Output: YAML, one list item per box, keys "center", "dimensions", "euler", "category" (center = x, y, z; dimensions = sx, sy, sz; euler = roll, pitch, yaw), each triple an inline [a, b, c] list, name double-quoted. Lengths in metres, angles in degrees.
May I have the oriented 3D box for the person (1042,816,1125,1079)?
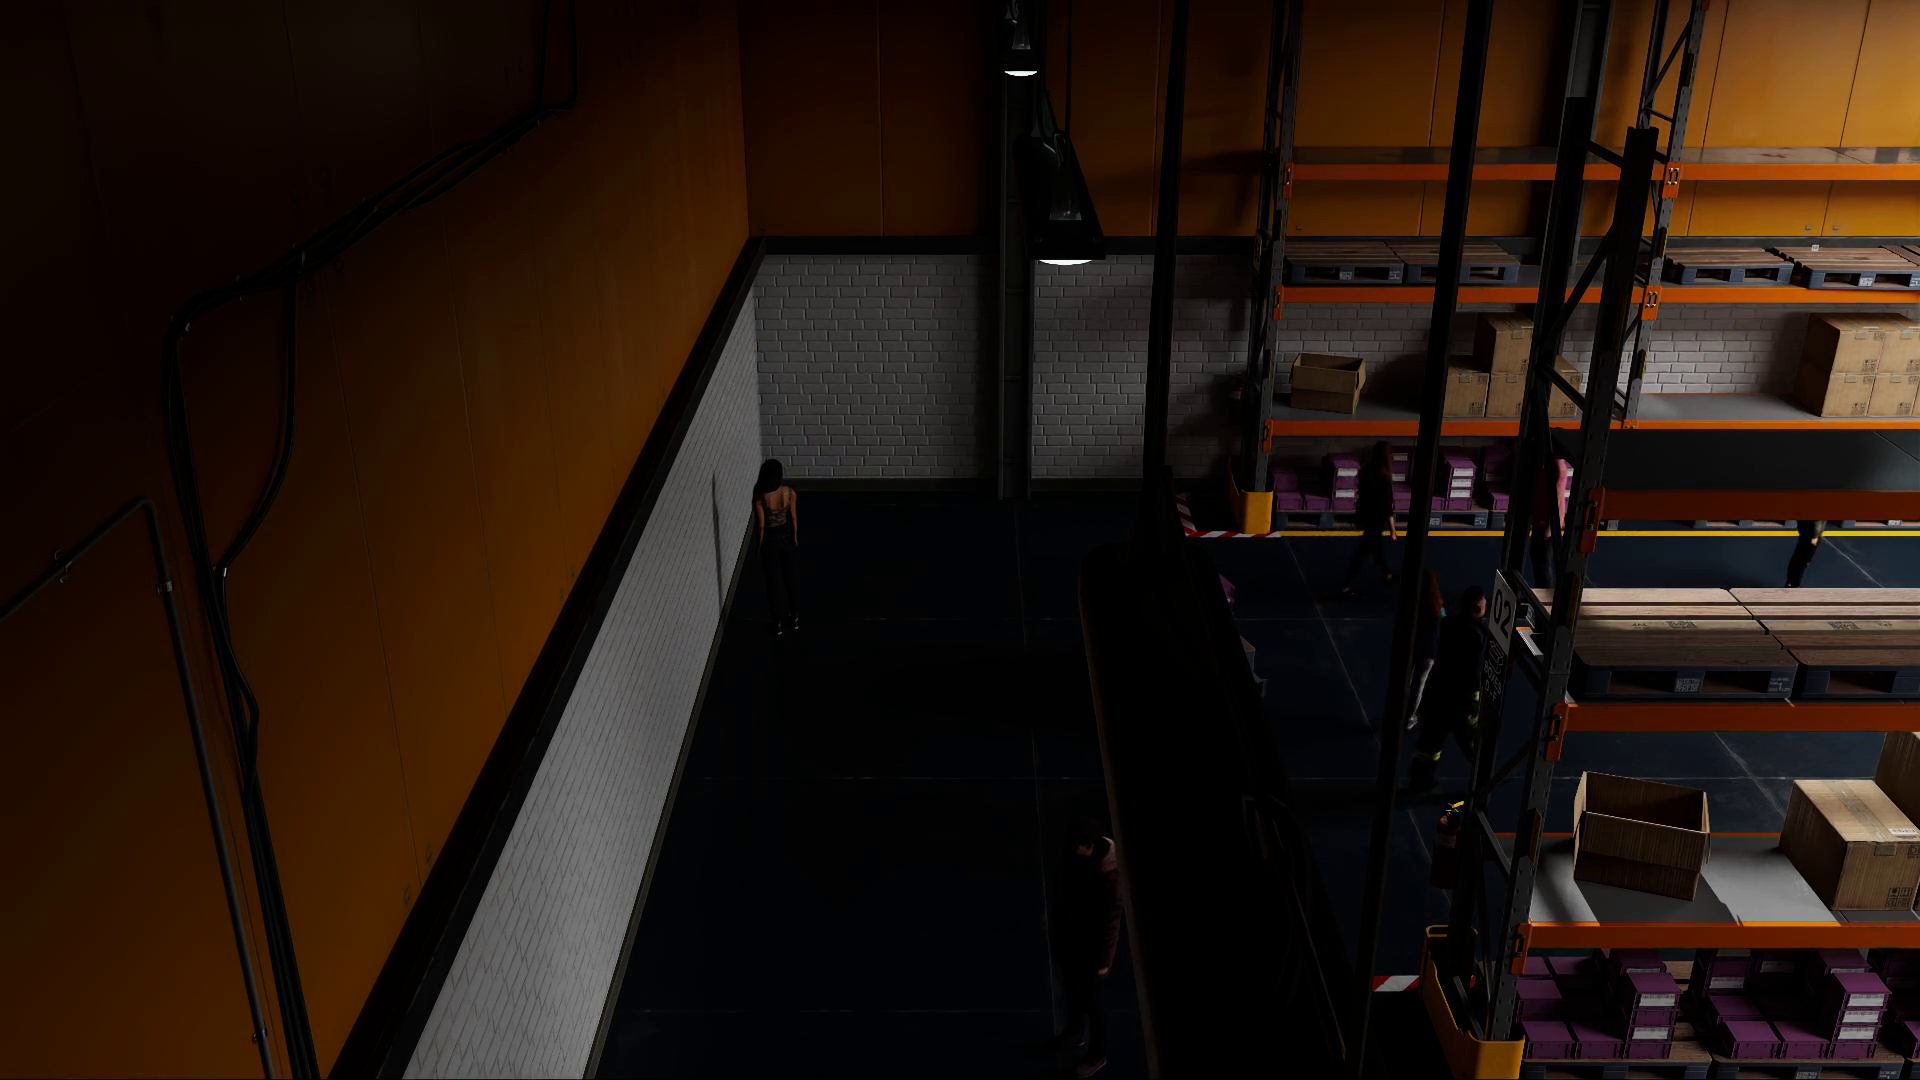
- center: [0.782, 2.515, 10.417]
  dimensions: [0.872, 1.845, 0.869]
  euler: [-14, 27, -28]
  category: "person"

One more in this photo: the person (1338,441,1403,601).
- center: [4.069, -0.163, 16.757]
  dimensions: [1.105, 1.675, 0.754]
  euler: [-5, 24, -12]
  category: "person"

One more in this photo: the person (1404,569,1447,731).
- center: [3.936, 0.978, 14.378]
  dimensions: [0.669, 1.489, 0.746]
  euler: [15, 28, 30]
  category: "person"

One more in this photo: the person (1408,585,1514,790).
- center: [3.913, 1.232, 13.365]
  dimensions: [1.166, 1.835, 0.974]
  euler: [-7, 24, -15]
  category: "person"

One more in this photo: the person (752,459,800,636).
- center: [-1.773, 0.054, 16.143]
  dimensions: [0.652, 1.769, 0.759]
  euler: [-13, 27, -28]
  category: "person"

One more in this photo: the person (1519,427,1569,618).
- center: [5.826, -0.183, 16.455]
  dimensions: [0.546, 1.953, 0.639]
  euler: [1, 24, 1]
  category: "person"
